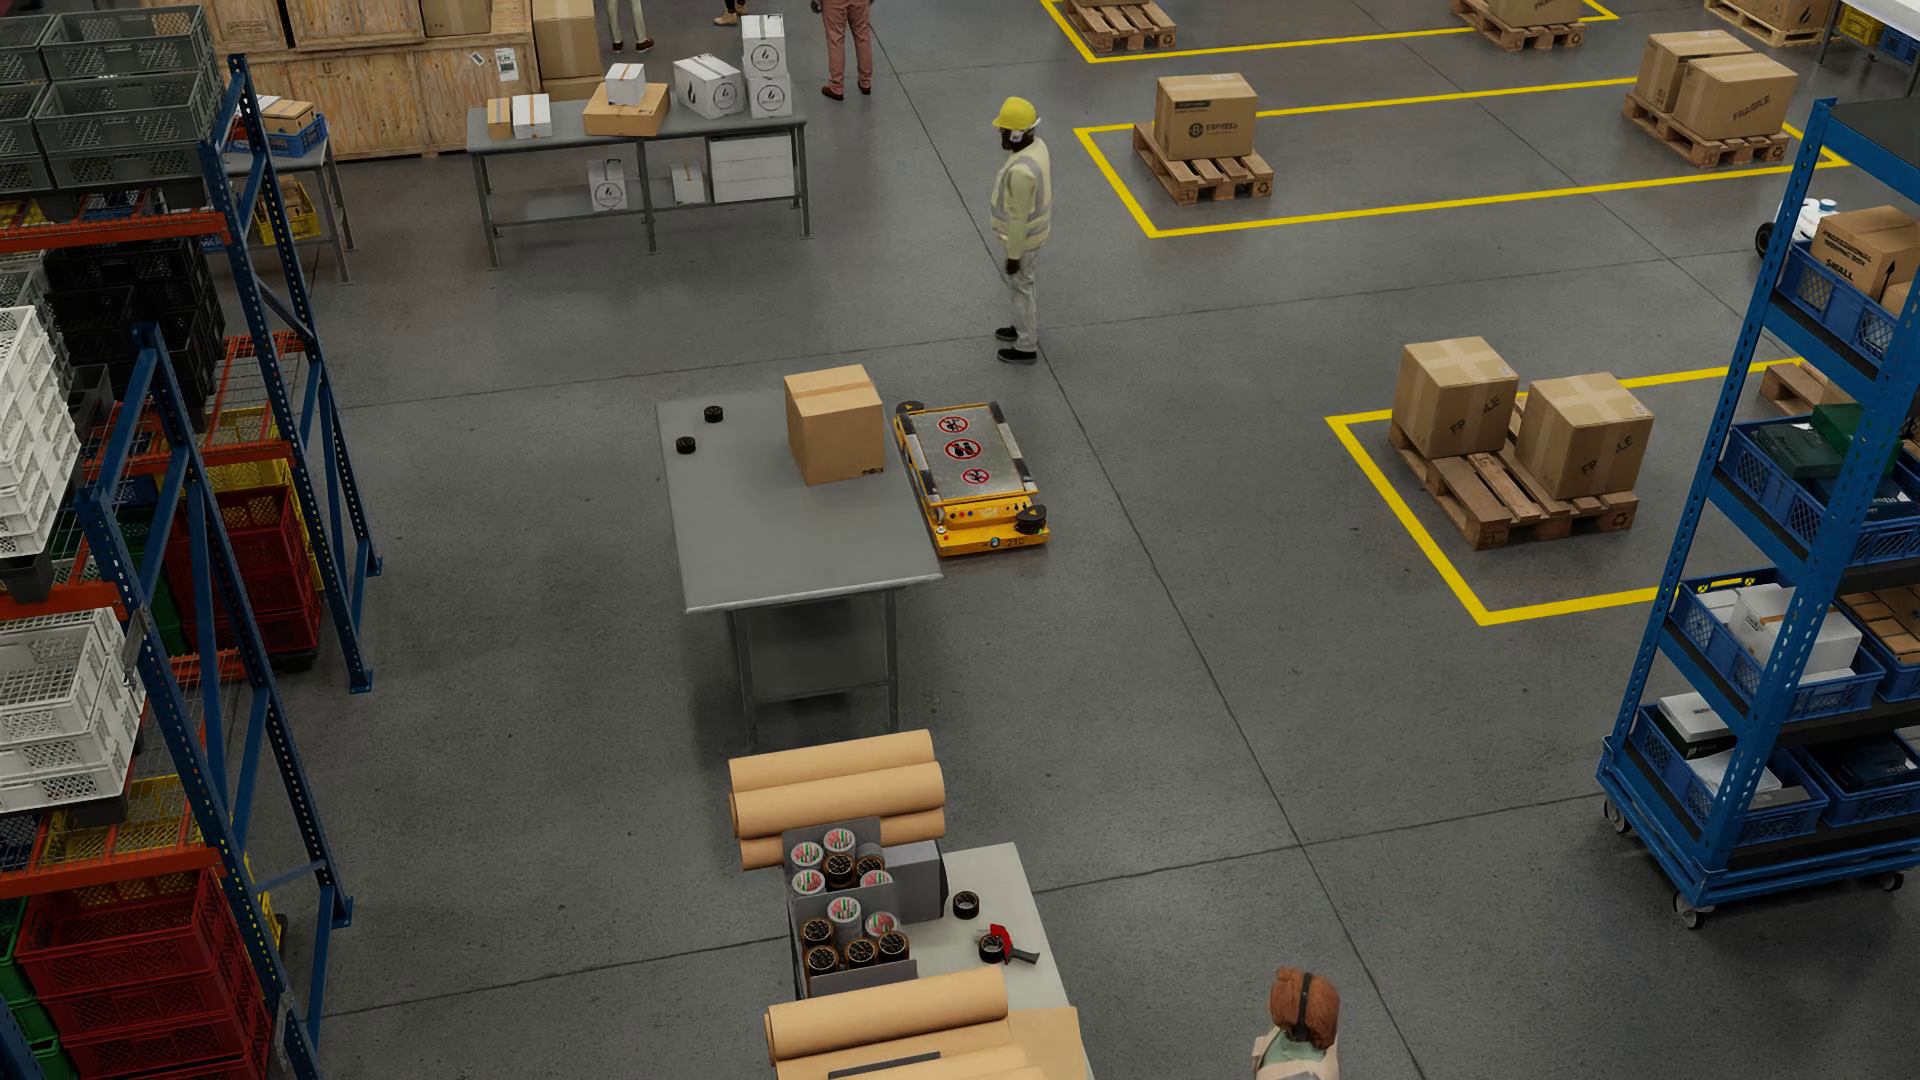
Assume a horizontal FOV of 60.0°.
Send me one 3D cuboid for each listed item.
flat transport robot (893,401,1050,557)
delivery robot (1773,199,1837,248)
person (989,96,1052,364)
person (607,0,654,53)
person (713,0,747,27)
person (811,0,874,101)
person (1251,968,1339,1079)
[{"bbox_3d":[0.046,-0.430,10.108,0.652,0.197,1.431,-8,37,-10],"label":"flat transport robot"},{"bbox_3d":[6.336,-2.273,12.273,0.477,0.478,0.707,-4,37,-6],"label":"delivery robot"},{"bbox_3d":[0.394,-2.036,10.977,0.404,1.823,0.602,6,37,7],"label":"person"},{"bbox_3d":[-3.223,-5.530,15.632,0.521,1.874,0.328,2,37,3],"label":"person"},{"bbox_3d":[-2.334,-5.931,16.324,0.323,1.683,0.536,10,38,14],"label":"person"},{"bbox_3d":[-1.036,-4.863,14.707,0.639,1.908,0.409,-17,40,-21],"label":"person"},{"bbox_3d":[1.106,2.040,5.654,0.313,1.634,0.516,8,37,11],"label":"person"}]
